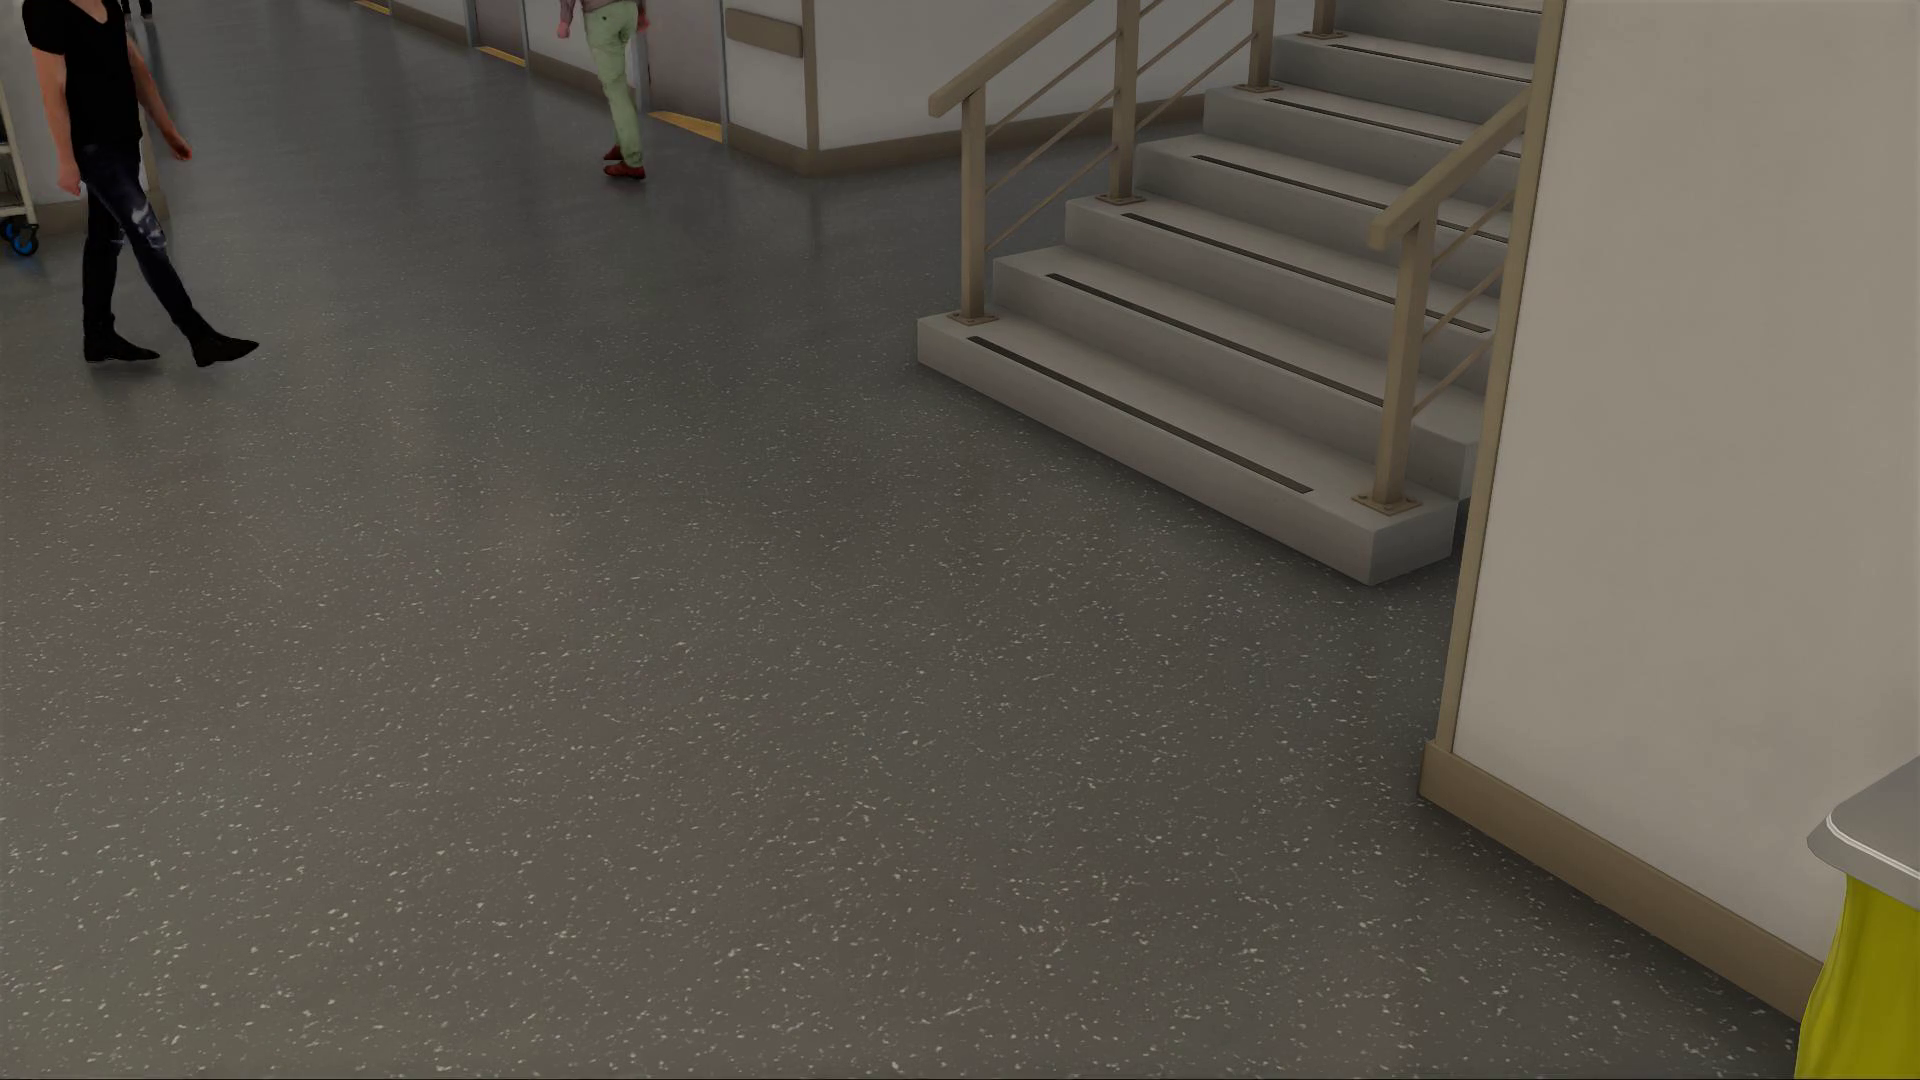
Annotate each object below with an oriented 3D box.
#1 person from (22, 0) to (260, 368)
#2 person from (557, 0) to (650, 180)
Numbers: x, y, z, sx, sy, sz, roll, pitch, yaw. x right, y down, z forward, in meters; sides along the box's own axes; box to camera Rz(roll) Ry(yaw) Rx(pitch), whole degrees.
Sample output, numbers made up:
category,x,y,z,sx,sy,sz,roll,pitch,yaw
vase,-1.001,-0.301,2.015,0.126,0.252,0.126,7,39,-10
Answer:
category,x,y,z,sx,sy,sz,roll,pitch,yaw
person,-3.590,-1.595,6.805,1.180,1.865,1.068,1,26,1
person,-2.020,-3.076,9.888,0.874,1.854,0.818,15,30,29
